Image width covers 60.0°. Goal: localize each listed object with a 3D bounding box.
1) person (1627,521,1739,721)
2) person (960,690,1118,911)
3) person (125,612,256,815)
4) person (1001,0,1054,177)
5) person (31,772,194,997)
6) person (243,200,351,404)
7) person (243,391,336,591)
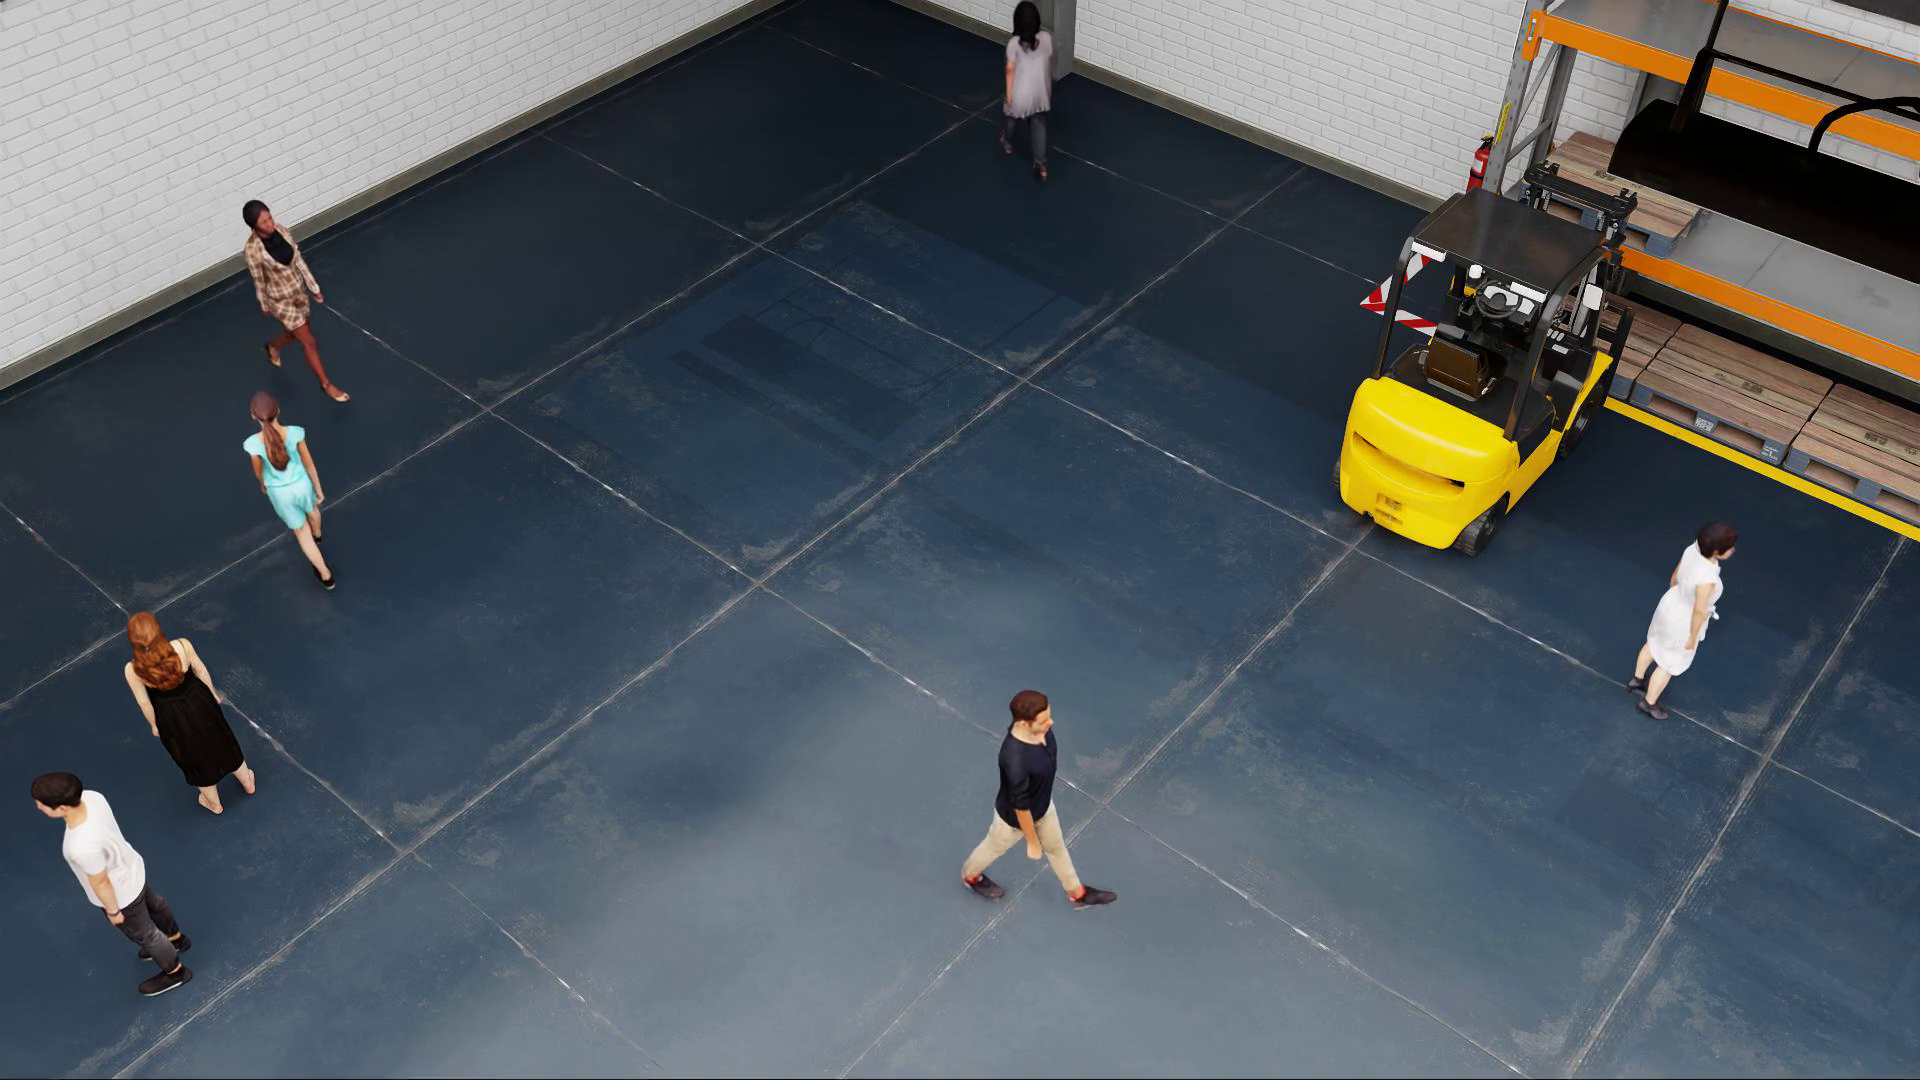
[{"bbox_3d":[4.485,0.484,10.344,0.690,1.553,0.642,0,44,0],"label":"person"},{"bbox_3d":[0.258,1.443,9.153,1.250,1.808,0.946,14,45,15],"label":"person"},{"bbox_3d":[-4.535,1.014,9.737,0.593,1.624,0.599,-31,52,-29],"label":"person"},{"bbox_3d":[0.645,-4.058,15.100,0.970,1.569,1.158,-14,45,-14],"label":"person"},{"bbox_3d":[-4.481,1.797,8.847,0.754,1.718,0.633,-14,45,-14],"label":"person"},{"bbox_3d":[-5.153,-1.830,12.620,1.122,1.765,0.788,16,46,16],"label":"person"},{"bbox_3d":[-4.474,-0.292,11.178,0.725,1.527,1.011,-25,49,-24],"label":"person"}]
